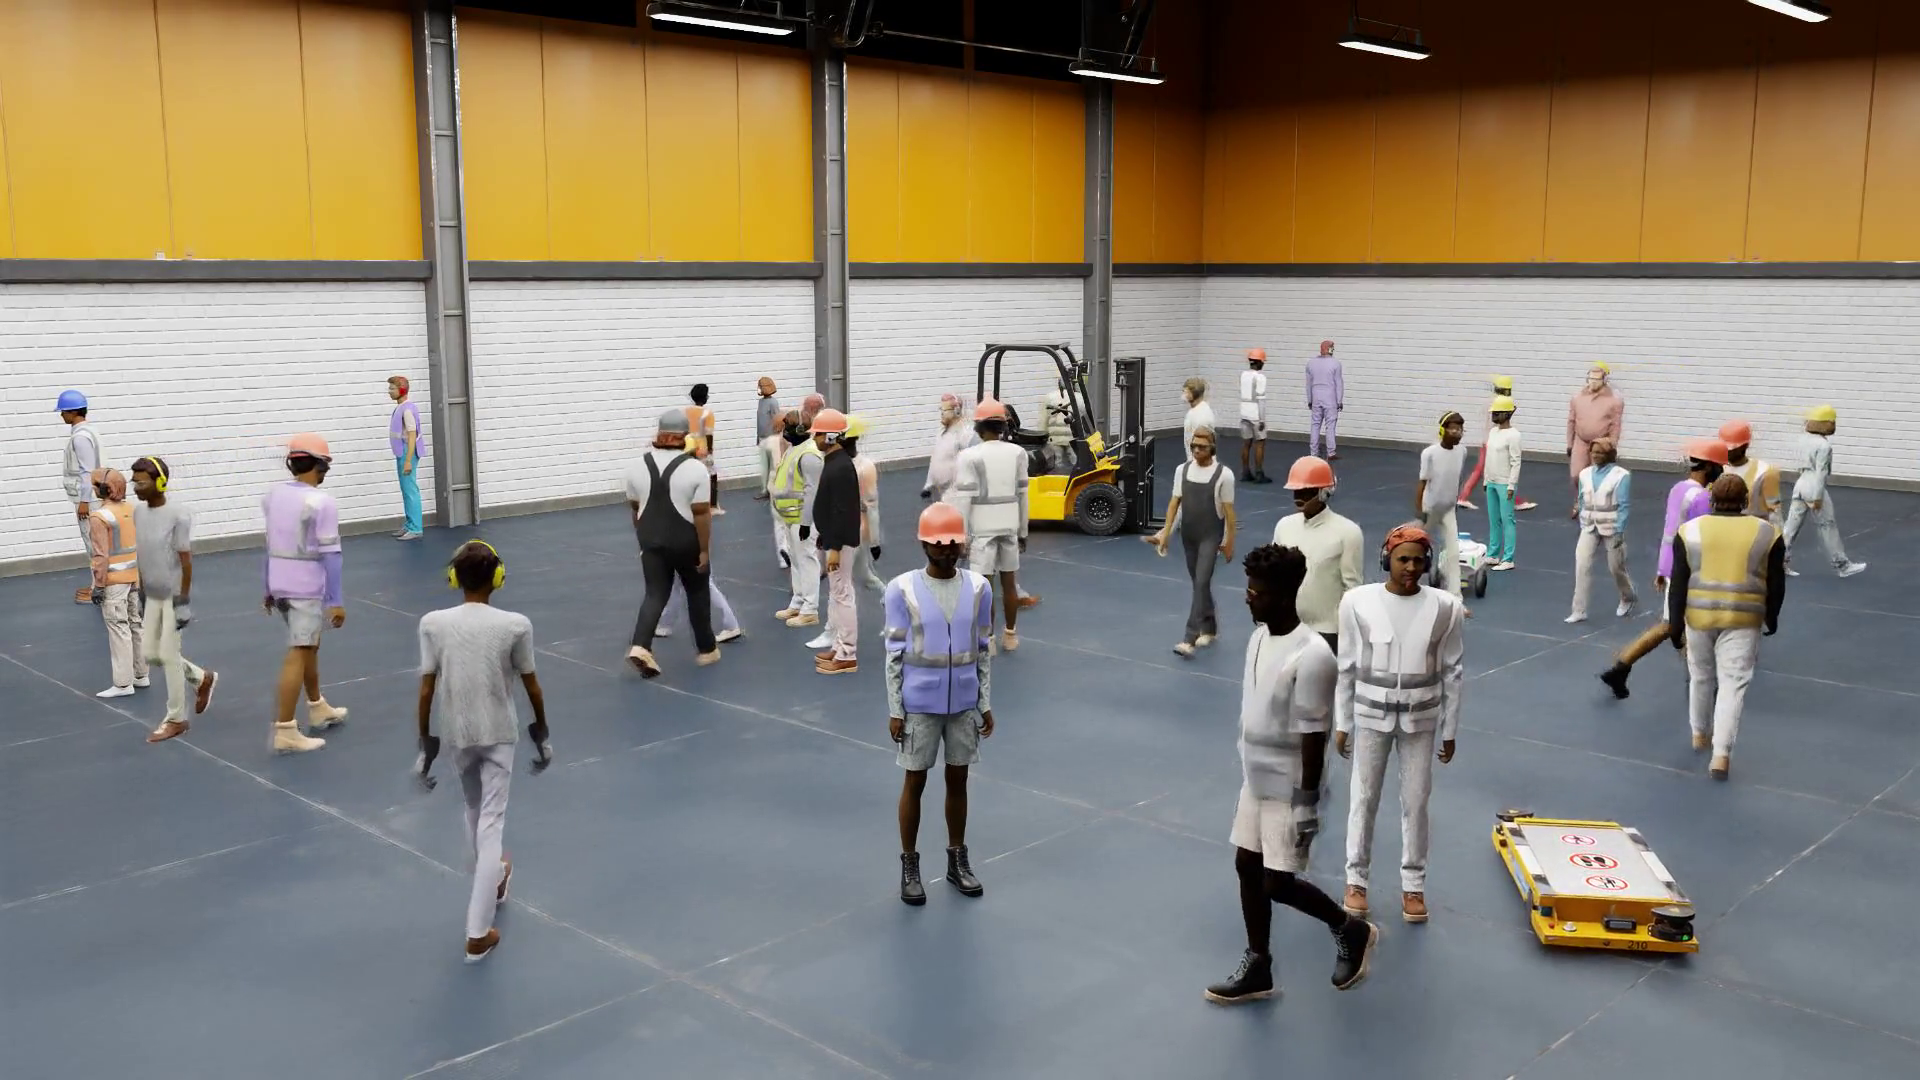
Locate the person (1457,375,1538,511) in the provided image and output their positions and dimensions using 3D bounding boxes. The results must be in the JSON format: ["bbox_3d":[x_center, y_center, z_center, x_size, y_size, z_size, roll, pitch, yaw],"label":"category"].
[{"bbox_3d":[6.737,-1.209,20.861,0.957,1.710,0.536,0,9,2],"label":"person"}]

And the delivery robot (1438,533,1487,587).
[{"bbox_3d":[4.722,0.175,15.609,0.477,0.478,0.707,4,10,26],"label":"delivery robot"}]

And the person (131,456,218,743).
[{"bbox_3d":[-5.117,0.362,10.831,0.510,1.848,0.594,4,10,24],"label":"person"}]

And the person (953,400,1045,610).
[{"bbox_3d":[0.260,-0.310,14.824,0.967,1.890,0.665,1,9,4],"label":"person"}]

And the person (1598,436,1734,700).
[{"bbox_3d":[4.972,0.212,11.624,0.904,1.900,0.595,1,9,8],"label":"person"}]

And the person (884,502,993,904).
[{"bbox_3d":[-0.088,0.774,7.994,0.542,1.938,0.358,-3,10,-20],"label":"person"}]

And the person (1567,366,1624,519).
[{"bbox_3d":[7.563,-1.139,19.880,0.643,1.887,0.422,6,11,32],"label":"person"}]

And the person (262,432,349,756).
[{"bbox_3d":[-4.178,0.314,10.636,0.724,1.983,0.897,5,11,29],"label":"person"}]

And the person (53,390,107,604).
[{"bbox_3d":[-7.971,-0.398,15.153,0.401,1.943,0.615,-4,10,-23],"label":"person"}]

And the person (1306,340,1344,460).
[{"bbox_3d":[5.830,-2.227,26.513,0.639,1.902,0.407,8,12,40],"label":"person"}]

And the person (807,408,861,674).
[{"bbox_3d":[-0.943,0.007,12.518,0.393,1.995,0.612,-1,9,-3],"label":"person"}]

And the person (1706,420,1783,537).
[{"bbox_3d":[5.910,0.028,12.664,0.641,1.902,0.583,-8,12,-40],"label":"person"}]

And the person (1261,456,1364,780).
[{"bbox_3d":[1.945,0.504,9.551,0.754,1.965,0.649,-7,11,-36],"label":"person"}]

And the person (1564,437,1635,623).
[{"bbox_3d":[5.577,-0.096,14.336,0.771,1.607,0.514,-7,12,-37],"label":"person"}]

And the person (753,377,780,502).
[{"bbox_3d":[-2.520,-1.315,21.727,0.279,1.634,0.499,-6,11,-33],"label":"person"}]

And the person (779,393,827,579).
[{"bbox_3d":[-1.405,-0.468,15.831,0.648,1.865,0.931,3,10,15],"label":"person"}]

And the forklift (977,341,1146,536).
[{"bbox_3d":[0.977,-1.223,19.452,2.313,2.155,1.214,2,9,11],"label":"forklift"}]

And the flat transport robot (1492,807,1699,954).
[{"bbox_3d":[3.012,1.605,7.993,0.652,0.197,1.431,1,9,9],"label":"flat transport robot"}]

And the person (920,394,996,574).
[{"bbox_3d":[-0.012,-0.489,16.001,1.006,1.860,0.644,-3,10,-20],"label":"person"}]

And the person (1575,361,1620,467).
[{"bbox_3d":[8.443,-1.482,22.231,0.707,1.804,0.594,-1,9,-9],"label":"person"}]

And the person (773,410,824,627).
[{"bbox_3d":[-1.379,-0.189,14.198,0.429,1.844,0.627,-3,10,-20],"label":"person"}]

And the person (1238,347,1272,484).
[{"bbox_3d":[4.176,-1.760,23.566,0.394,1.932,0.559,-6,11,-31],"label":"person"}]

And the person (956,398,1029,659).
[{"bbox_3d":[0.263,-0.086,13.027,0.676,2.025,0.485,-5,10,-27],"label":"person"}]

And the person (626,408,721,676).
[{"bbox_3d":[-2.198,-0.014,12.510,0.688,2.000,0.903,3,10,16],"label":"person"}]

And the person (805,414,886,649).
[{"bbox_3d":[-0.822,-0.094,13.482,0.952,1.887,0.585,-5,11,-29],"label":"person"}]

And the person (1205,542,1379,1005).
[{"bbox_3d":[1.361,0.966,6.796,0.607,1.940,0.623,-3,10,-17],"label":"person"}]

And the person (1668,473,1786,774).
[{"bbox_3d":[4.670,0.493,10.166,0.623,1.802,0.946,5,11,30],"label":"person"}]

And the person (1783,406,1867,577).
[{"bbox_3d":[8.454,-0.464,16.313,0.877,1.703,0.493,-1,9,-5],"label":"person"}]

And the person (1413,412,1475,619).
[{"bbox_3d":[4.215,-0.252,14.736,0.571,1.811,0.933,-3,10,-20],"label":"person"}]

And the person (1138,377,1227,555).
[{"bbox_3d":[2.421,-0.766,17.587,1.012,1.884,0.652,0,9,1],"label":"person"}]

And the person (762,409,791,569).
[{"bbox_3d":[-1.754,-0.497,16.719,0.538,1.624,0.416,3,10,16],"label":"person"}]

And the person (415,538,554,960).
[{"bbox_3d":[-2.143,0.893,7.588,0.557,1.824,0.934,0,9,1],"label":"person"}]

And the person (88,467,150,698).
[{"bbox_3d":[-5.986,0.296,11.822,0.309,1.645,0.514,0,9,2],"label":"person"}]

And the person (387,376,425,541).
[{"bbox_3d":[-6.208,-0.920,18.664,0.382,1.842,0.571,-5,10,-27],"label":"person"}]

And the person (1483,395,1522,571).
[{"bbox_3d":[5.446,-0.575,16.793,0.312,1.768,0.530,-2,10,-14],"label":"person"}]

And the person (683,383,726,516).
[{"bbox_3d":[-3.201,-1.070,20.161,0.532,1.661,0.825,6,11,33],"label":"person"}]

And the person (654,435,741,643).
[{"bbox_3d":[-2.201,-0.013,13.514,0.920,1.717,0.526,1,9,6],"label":"person"}]

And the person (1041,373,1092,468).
[{"bbox_3d":[1.352,-1.212,20.658,0.702,1.782,0.460,1,9,3],"label":"person"}]

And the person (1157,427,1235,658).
[{"bbox_3d":[1.860,0.011,13.092,0.521,1.801,0.884,8,12,40],"label":"person"}]

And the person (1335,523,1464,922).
[{"bbox_3d":[2.030,0.850,7.738,0.574,1.876,0.340,2,9,12],"label":"person"}]
